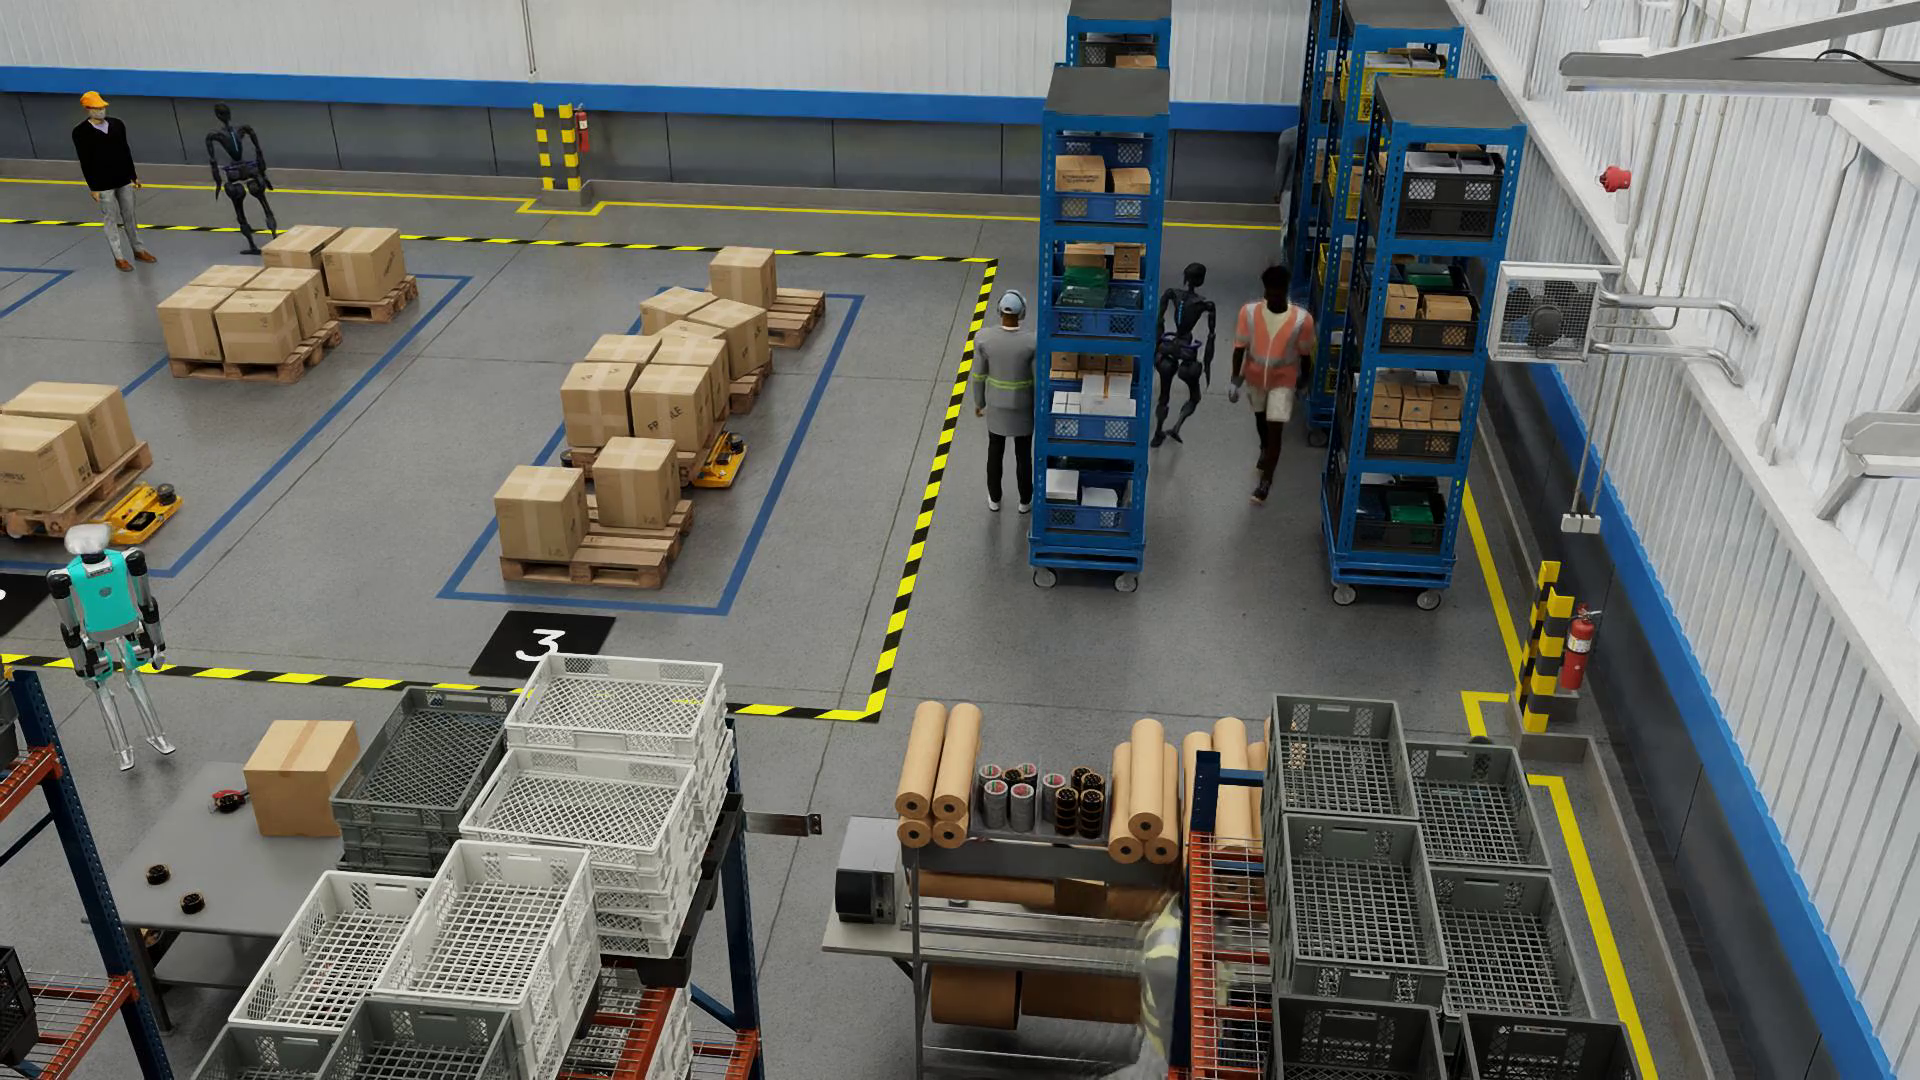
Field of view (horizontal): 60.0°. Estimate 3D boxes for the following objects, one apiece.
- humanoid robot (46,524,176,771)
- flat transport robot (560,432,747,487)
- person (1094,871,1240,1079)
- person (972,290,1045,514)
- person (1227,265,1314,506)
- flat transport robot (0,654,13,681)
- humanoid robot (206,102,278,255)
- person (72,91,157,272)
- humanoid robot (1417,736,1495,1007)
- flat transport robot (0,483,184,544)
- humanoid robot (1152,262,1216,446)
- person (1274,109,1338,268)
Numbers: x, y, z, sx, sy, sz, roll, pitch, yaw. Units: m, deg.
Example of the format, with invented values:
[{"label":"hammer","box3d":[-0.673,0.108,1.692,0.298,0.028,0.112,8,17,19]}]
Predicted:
[{"label":"humanoid robot","box3d":[-5.152,0.582,10.084,0.533,1.673,0.735,-22,37,-32]},{"label":"flat transport robot","box3d":[-2.554,-0.707,13.861,1.431,0.197,0.652,3,30,6]},{"label":"person","box3d":[0.958,2.134,7.485,0.920,1.809,0.618,18,35,28]},{"label":"person","box3d":[0.395,-1.076,12.947,0.588,1.853,0.394,7,31,12]},{"label":"person","box3d":[2.448,-1.266,13.220,0.611,1.899,1.042,12,32,19]},{"label":"flat transport robot","box3d":[-7.142,0.969,11.010,1.431,0.231,0.659,3,30,6]},{"label":"humanoid robot","box3d":[-7.719,-3.872,17.929,0.611,1.648,0.461,-20,36,-31]},{"label":"person","box3d":[-8.963,-3.799,17.594,0.362,1.884,0.586,16,34,26]},{"label":"humanoid robot","box3d":[2.497,1.703,8.388,0.600,1.642,0.740,11,32,19]},{"label":"flat transport robot","box3d":[-6.963,-0.249,13.073,1.431,0.197,0.652,3,30,6]},{"label":"humanoid robot","box3d":[1.839,-1.542,13.920,0.600,1.648,0.362,19,35,30]},{"label":"person","box3d":[3.567,-3.634,17.275,0.620,1.931,0.383,-3,30,-6]}]
